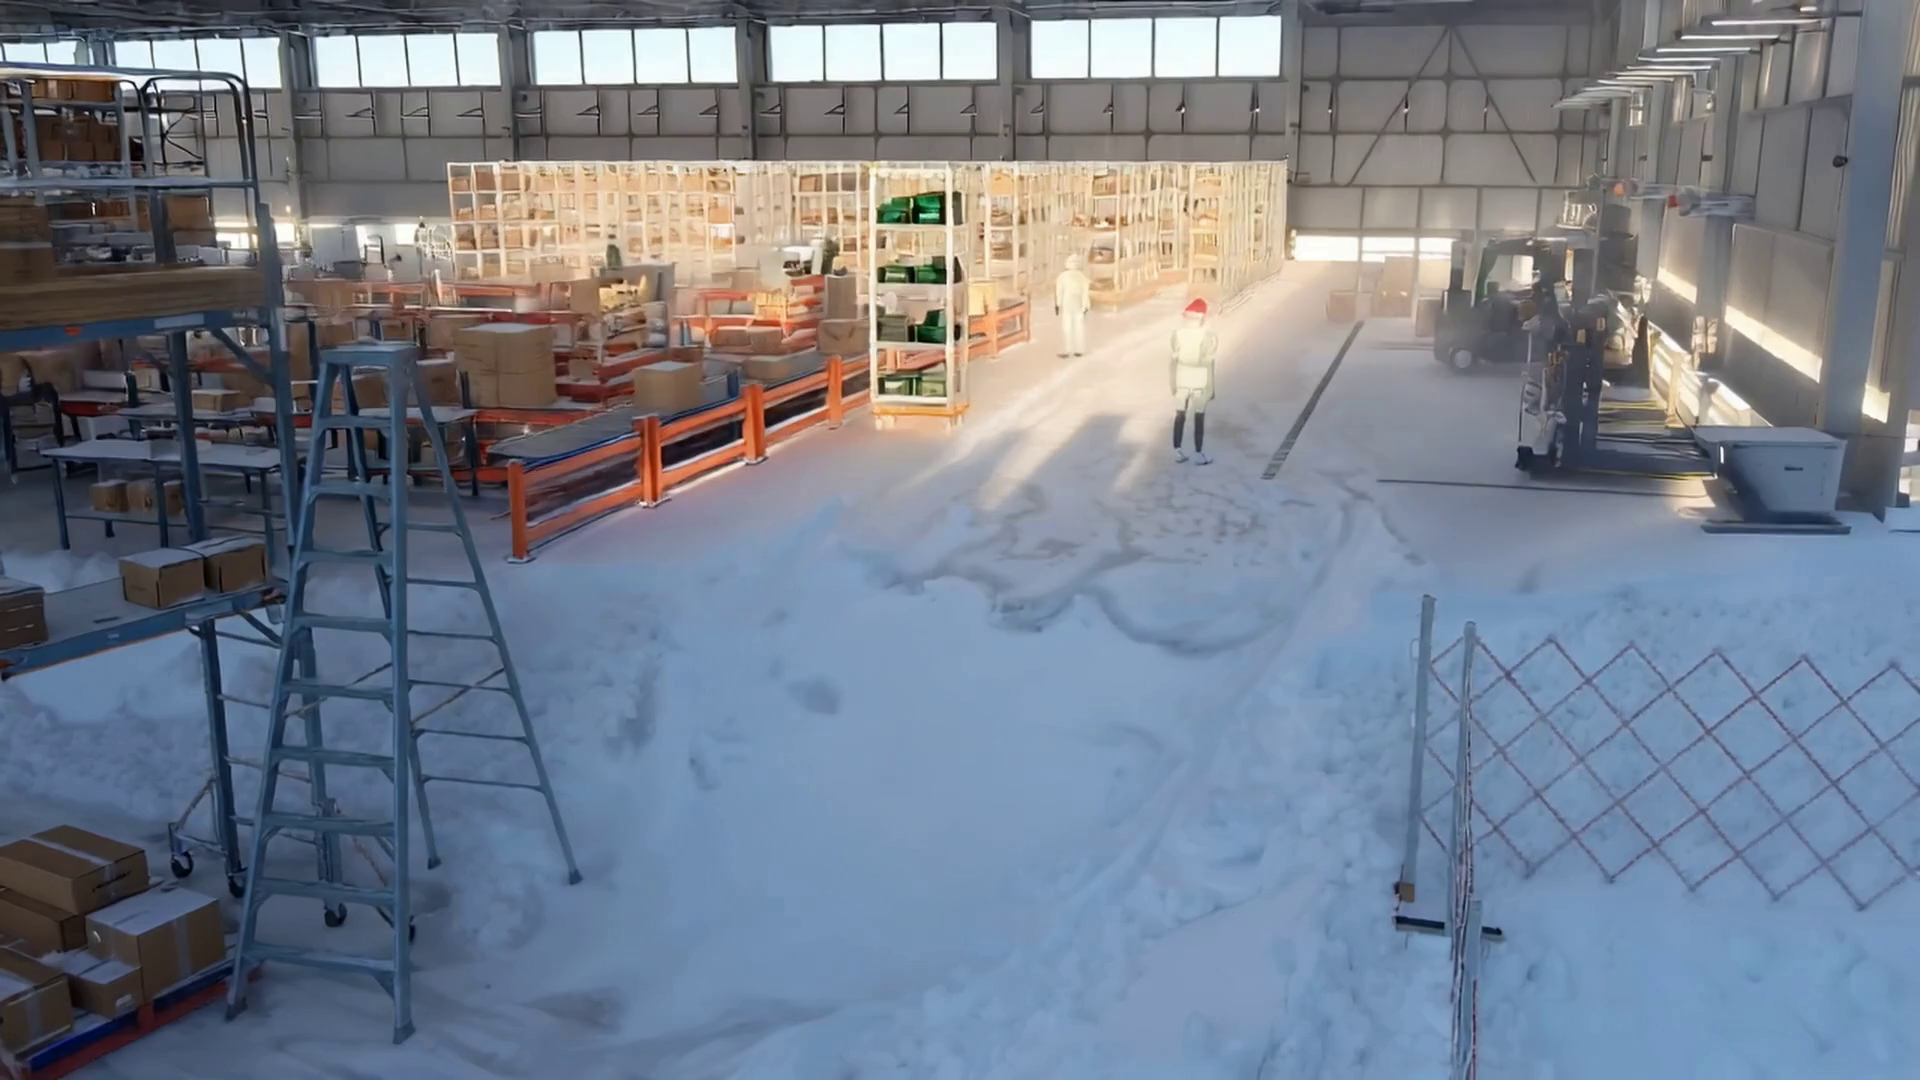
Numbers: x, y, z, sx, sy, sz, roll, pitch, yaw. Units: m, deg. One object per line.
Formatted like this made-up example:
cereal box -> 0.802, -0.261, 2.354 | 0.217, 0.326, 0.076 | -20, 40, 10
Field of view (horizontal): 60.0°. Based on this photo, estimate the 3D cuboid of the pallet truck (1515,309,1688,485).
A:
pallet truck -> 7.554, -1.677, 19.446 | 1.885, 1.965, 0.823 | 3, 13, 14

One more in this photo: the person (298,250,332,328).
person -> -14.220, -5.493, 36.530 | 0.921, 1.711, 0.543 | 1, 13, 2

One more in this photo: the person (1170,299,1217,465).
person -> 2.883, -1.948, 20.540 | 0.608, 2.034, 0.406 | 8, 15, 31

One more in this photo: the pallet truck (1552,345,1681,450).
pallet truck -> 8.641, -1.896, 21.908 | 1.630, 1.274, 0.653 | 4, 14, 16

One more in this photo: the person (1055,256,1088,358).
person -> 2.094, -4.402, 31.421 | 0.651, 1.905, 0.403 | -5, 14, -20

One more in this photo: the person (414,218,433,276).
person -> -16.956, -9.257, 52.580 | 0.600, 1.824, 0.403 | 0, 13, -2

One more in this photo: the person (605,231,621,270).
person -> -8.465, -6.565, 40.689 | 0.400, 1.938, 0.602 | -2, 13, -10

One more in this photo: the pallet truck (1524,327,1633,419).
pallet truck -> 9.065, -2.460, 24.370 | 1.522, 1.261, 0.704 | 3, 13, 14

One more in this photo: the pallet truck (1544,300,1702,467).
pallet truck -> 8.263, -1.952, 20.631 | 1.885, 1.965, 0.823 | 5, 14, 20

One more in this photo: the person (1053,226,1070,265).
person -> 2.897, -8.084, 47.572 | 1.013, 1.780, 0.578 | 11, 17, 39

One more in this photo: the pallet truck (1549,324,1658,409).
pallet truck -> 9.824, -2.669, 25.407 | 1.601, 1.201, 0.680 | 4, 14, 16

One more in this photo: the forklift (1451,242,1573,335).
forklift -> 10.464, -4.597, 31.405 | 2.680, 1.987, 1.157 | 4, 14, 16

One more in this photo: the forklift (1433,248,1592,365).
forklift -> 9.780, -4.111, 29.280 | 2.680, 1.987, 1.157 | 3, 13, 14
